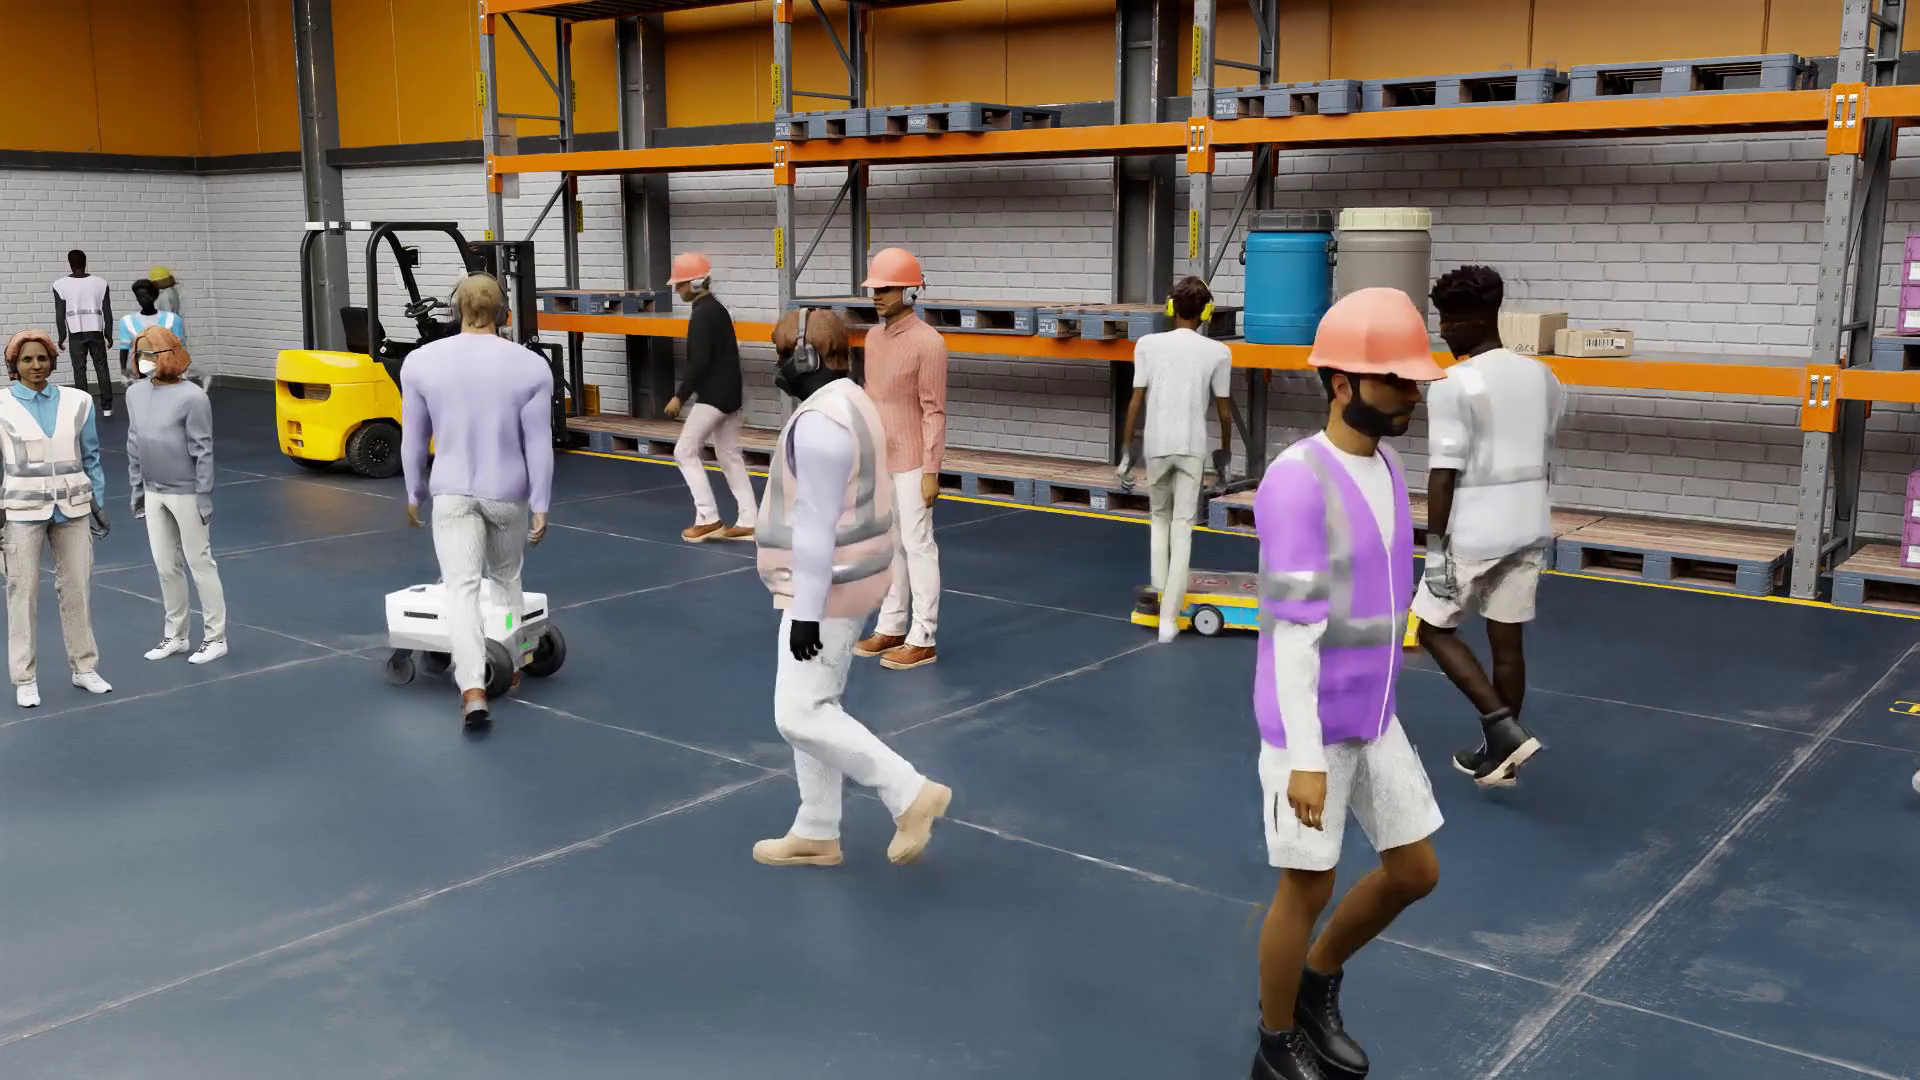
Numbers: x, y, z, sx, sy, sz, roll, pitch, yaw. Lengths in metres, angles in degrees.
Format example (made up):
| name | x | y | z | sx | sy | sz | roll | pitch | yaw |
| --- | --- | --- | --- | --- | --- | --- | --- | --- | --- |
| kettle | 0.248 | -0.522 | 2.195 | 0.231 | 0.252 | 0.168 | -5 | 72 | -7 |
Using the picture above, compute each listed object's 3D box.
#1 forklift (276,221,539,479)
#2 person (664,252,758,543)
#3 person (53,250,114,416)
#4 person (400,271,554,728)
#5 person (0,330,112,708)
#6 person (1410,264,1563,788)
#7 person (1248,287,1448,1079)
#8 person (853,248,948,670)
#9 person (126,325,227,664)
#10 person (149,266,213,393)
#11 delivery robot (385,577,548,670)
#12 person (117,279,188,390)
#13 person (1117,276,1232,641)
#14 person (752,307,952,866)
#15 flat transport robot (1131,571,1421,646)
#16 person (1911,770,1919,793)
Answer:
| name | x | y | z | sx | sy | sz | roll | pitch | yaw |
| --- | --- | --- | --- | --- | --- | --- | --- | --- | --- |
| forklift | -4.922 | -1.741 | 14.854 | 1.214 | 2.155 | 2.313 | 8 | 13 | 38 |
| person | -1.630 | -0.918 | 11.024 | 0.622 | 1.946 | 0.641 | 1 | 10 | 6 |
| person | -10.033 | -2.363 | 19.079 | 0.589 | 1.914 | 0.392 | -8 | 13 | -37 |
| person | -2.034 | -0.187 | 7.070 | 0.632 | 1.900 | 0.989 | -3 | 11 | -16 |
| person | -4.013 | -0.100 | 7.300 | 0.307 | 1.639 | 0.525 | 9 | 13 | 40 |
| person | 1.961 | -0.016 | 6.023 | 0.701 | 1.937 | 0.509 | -5 | 11 | -24 |
| person | 0.863 | 0.400 | 3.766 | 0.558 | 1.922 | 0.419 | -10 | 14 | -43 |
| person | -0.289 | -0.380 | 7.904 | 0.400 | 1.990 | 0.620 | -7 | 12 | -34 |
| person | -3.769 | -0.214 | 7.977 | 0.493 | 1.625 | 0.279 | 4 | 11 | 23 |
| person | -9.907 | -2.619 | 21.060 | 0.590 | 1.702 | 0.543 | -2 | 10 | -9 |
| delivery robot | -2.247 | 0.346 | 7.572 | 0.707 | 0.478 | 0.477 | 4 | 11 | 19 |
| person | -7.174 | -1.467 | 14.767 | 0.550 | 1.673 | 0.642 | -3 | 11 | -17 |
| person | 1.128 | -0.436 | 8.610 | 0.551 | 1.833 | 0.775 | 3 | 11 | 15 |
| person | -0.366 | 0.178 | 5.264 | 0.567 | 1.820 | 0.637 | 1 | 10 | 3 |
| flat transport robot | 1.665 | 0.336 | 8.673 | 1.431 | 0.197 | 0.652 | 4 | 11 | 19 |
| person | 3.719 | 0.150 | 5.471 | 0.527 | 1.805 | 0.958 | -9 | 14 | -42 |
